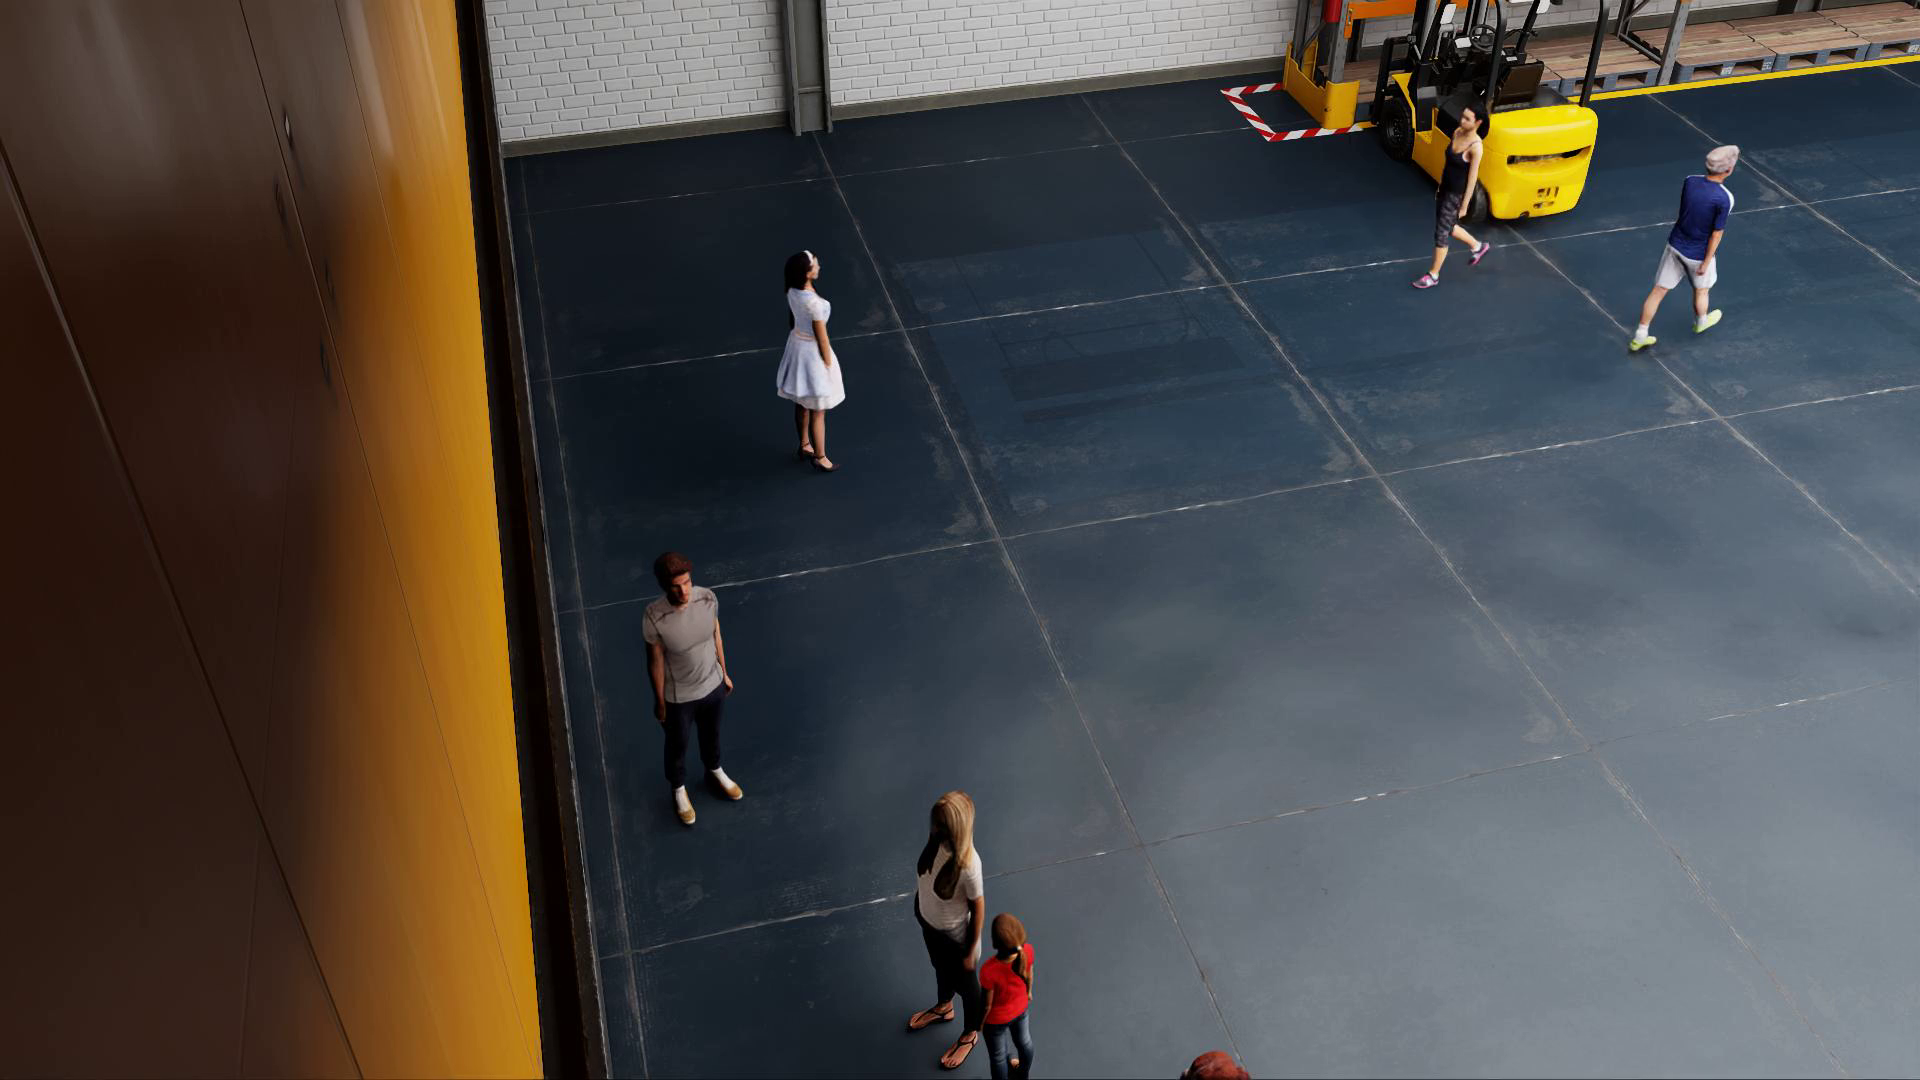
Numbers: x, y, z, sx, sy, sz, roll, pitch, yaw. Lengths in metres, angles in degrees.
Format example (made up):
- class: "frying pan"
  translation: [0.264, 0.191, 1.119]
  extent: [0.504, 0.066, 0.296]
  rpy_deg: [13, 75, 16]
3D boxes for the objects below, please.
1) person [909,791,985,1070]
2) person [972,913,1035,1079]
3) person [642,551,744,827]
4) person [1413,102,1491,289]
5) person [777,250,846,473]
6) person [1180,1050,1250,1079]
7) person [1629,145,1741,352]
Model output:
- class: "person"
  translation: [-0.038, 1.900, 8.227]
  extent: [0.647, 1.827, 0.666]
  rpy_deg: [-25, 45, -28]
- class: "person"
  translation: [0.229, 2.297, 8.144]
  extent: [0.510, 1.310, 0.612]
  rpy_deg: [-24, 45, -27]
- class: "person"
  translation: [-1.550, 0.818, 9.529]
  extent: [0.616, 1.894, 0.777]
  rpy_deg: [-25, 45, -28]
- class: "person"
  translation: [4.379, -3.000, 14.457]
  extent: [0.927, 1.709, 0.584]
  rpy_deg: [-9, 39, -11]
- class: "person"
  translation: [-1.103, -1.305, 12.246]
  extent: [0.833, 1.818, 0.801]
  rpy_deg: [-23, 44, -26]
- class: "person"
  translation: [1.002, 2.765, 7.178]
  extent: [0.631, 1.785, 0.609]
  rpy_deg: [-16, 41, -20]
- class: "person"
  translation: [5.884, -2.327, 13.556]
  extent: [1.225, 1.782, 0.912]
  rpy_deg: [-24, 45, -27]
